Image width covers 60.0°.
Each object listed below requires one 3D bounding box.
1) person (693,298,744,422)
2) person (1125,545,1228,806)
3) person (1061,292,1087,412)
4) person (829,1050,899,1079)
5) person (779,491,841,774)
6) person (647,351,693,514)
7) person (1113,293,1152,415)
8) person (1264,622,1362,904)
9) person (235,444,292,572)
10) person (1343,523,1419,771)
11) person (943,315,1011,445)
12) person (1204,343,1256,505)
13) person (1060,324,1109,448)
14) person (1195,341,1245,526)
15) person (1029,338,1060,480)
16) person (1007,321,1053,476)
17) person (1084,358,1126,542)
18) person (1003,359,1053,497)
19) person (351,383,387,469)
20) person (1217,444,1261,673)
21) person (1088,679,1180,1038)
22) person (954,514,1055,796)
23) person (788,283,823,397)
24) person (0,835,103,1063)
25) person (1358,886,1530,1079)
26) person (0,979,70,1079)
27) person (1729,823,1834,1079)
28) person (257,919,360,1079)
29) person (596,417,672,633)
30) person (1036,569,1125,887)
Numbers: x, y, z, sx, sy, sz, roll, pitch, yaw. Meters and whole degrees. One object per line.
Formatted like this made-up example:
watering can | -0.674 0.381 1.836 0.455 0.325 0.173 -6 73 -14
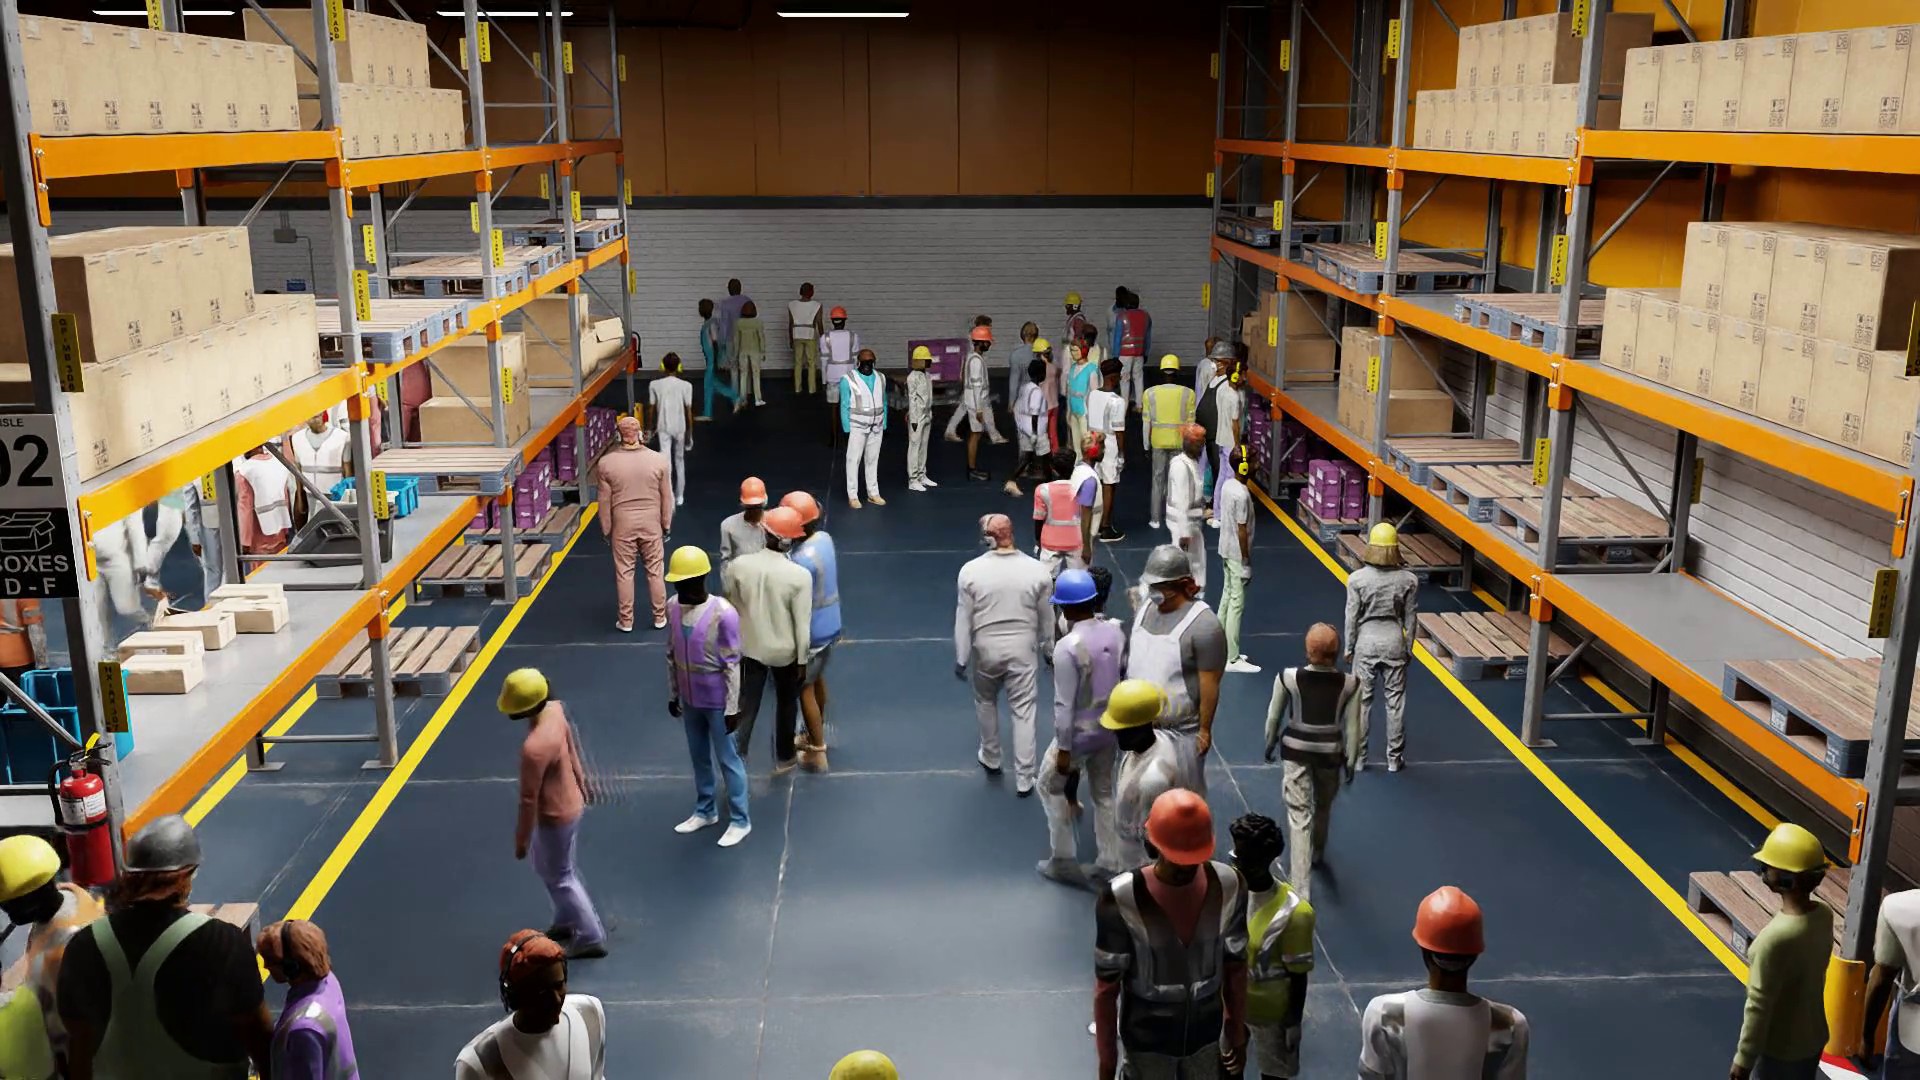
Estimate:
person | -3.617 -2.681 24.698 0.747 1.823 0.530 -4 15 -17
person | 1.207 1.004 9.778 0.536 2.000 0.687 -10 18 -36
person | 1.748 -2.872 25.430 0.403 1.825 0.593 -1 14 -2
person | -0.299 2.355 5.093 0.318 1.737 0.485 1 14 3
person | -1.066 0.617 11.405 0.505 2.007 0.724 3 15 13
person | -3.291 -1.224 18.966 0.521 1.830 0.934 -4 15 -14
person | 2.592 -2.820 25.210 0.640 1.836 0.430 -7 16 -26
person | 2.046 1.258 9.666 0.524 1.593 0.862 1 14 5
person | -5.941 -0.067 14.255 0.401 1.908 0.597 3 15 12
person | 2.878 0.737 11.425 0.483 1.741 0.314 2 14 8
person | 0.192 -2.201 22.884 0.965 1.792 0.510 2 14 6
person | 3.088 -1.314 19.222 0.629 1.904 0.668 -5 15 -19
person | 1.619 -1.917 21.680 0.643 1.823 0.500 -1 14 -6
person | 2.848 -1.186 18.374 0.539 2.000 0.689 -2 14 -6
person | 1.042 -1.634 20.719 0.385 1.750 0.534 11 18 36
person | 0.872 -1.768 20.864 0.636 1.938 0.355 -9 17 -30
person | 1.550 -0.959 17.662 0.372 1.958 0.598 -10 17 -35
person | 0.884 -1.305 19.569 0.743 1.669 0.535 -2 14 -9
person | -7.567 -1.871 21.179 0.618 1.986 0.408 4 15 14
person | 2.267 0.144 13.493 0.329 1.872 0.507 -2 14 -9
person | 0.947 1.545 7.932 0.606 1.894 0.607 1 14 5
person | 0.294 0.725 11.203 0.693 1.866 0.839 -2 14 -6
person | -2.482 -3.220 26.775 0.580 1.832 0.399 2 15 10
person | -3.290 1.946 6.397 0.727 1.881 0.653 -6 16 -23
person | 1.626 2.103 5.696 0.547 1.929 0.385 4 15 15
person | -3.310 2.162 5.963 0.542 1.666 0.582 4 15 14
person | 3.223 1.965 6.575 0.536 1.757 0.355 -12 19 -40
person | -2.350 2.146 6.112 0.313 1.631 0.524 -4 15 -16
person | -2.830 -0.132 14.512 0.640 1.905 0.410 -4 15 -17
person | 0.681 1.091 9.674 0.661 1.915 0.659 12 19 40
